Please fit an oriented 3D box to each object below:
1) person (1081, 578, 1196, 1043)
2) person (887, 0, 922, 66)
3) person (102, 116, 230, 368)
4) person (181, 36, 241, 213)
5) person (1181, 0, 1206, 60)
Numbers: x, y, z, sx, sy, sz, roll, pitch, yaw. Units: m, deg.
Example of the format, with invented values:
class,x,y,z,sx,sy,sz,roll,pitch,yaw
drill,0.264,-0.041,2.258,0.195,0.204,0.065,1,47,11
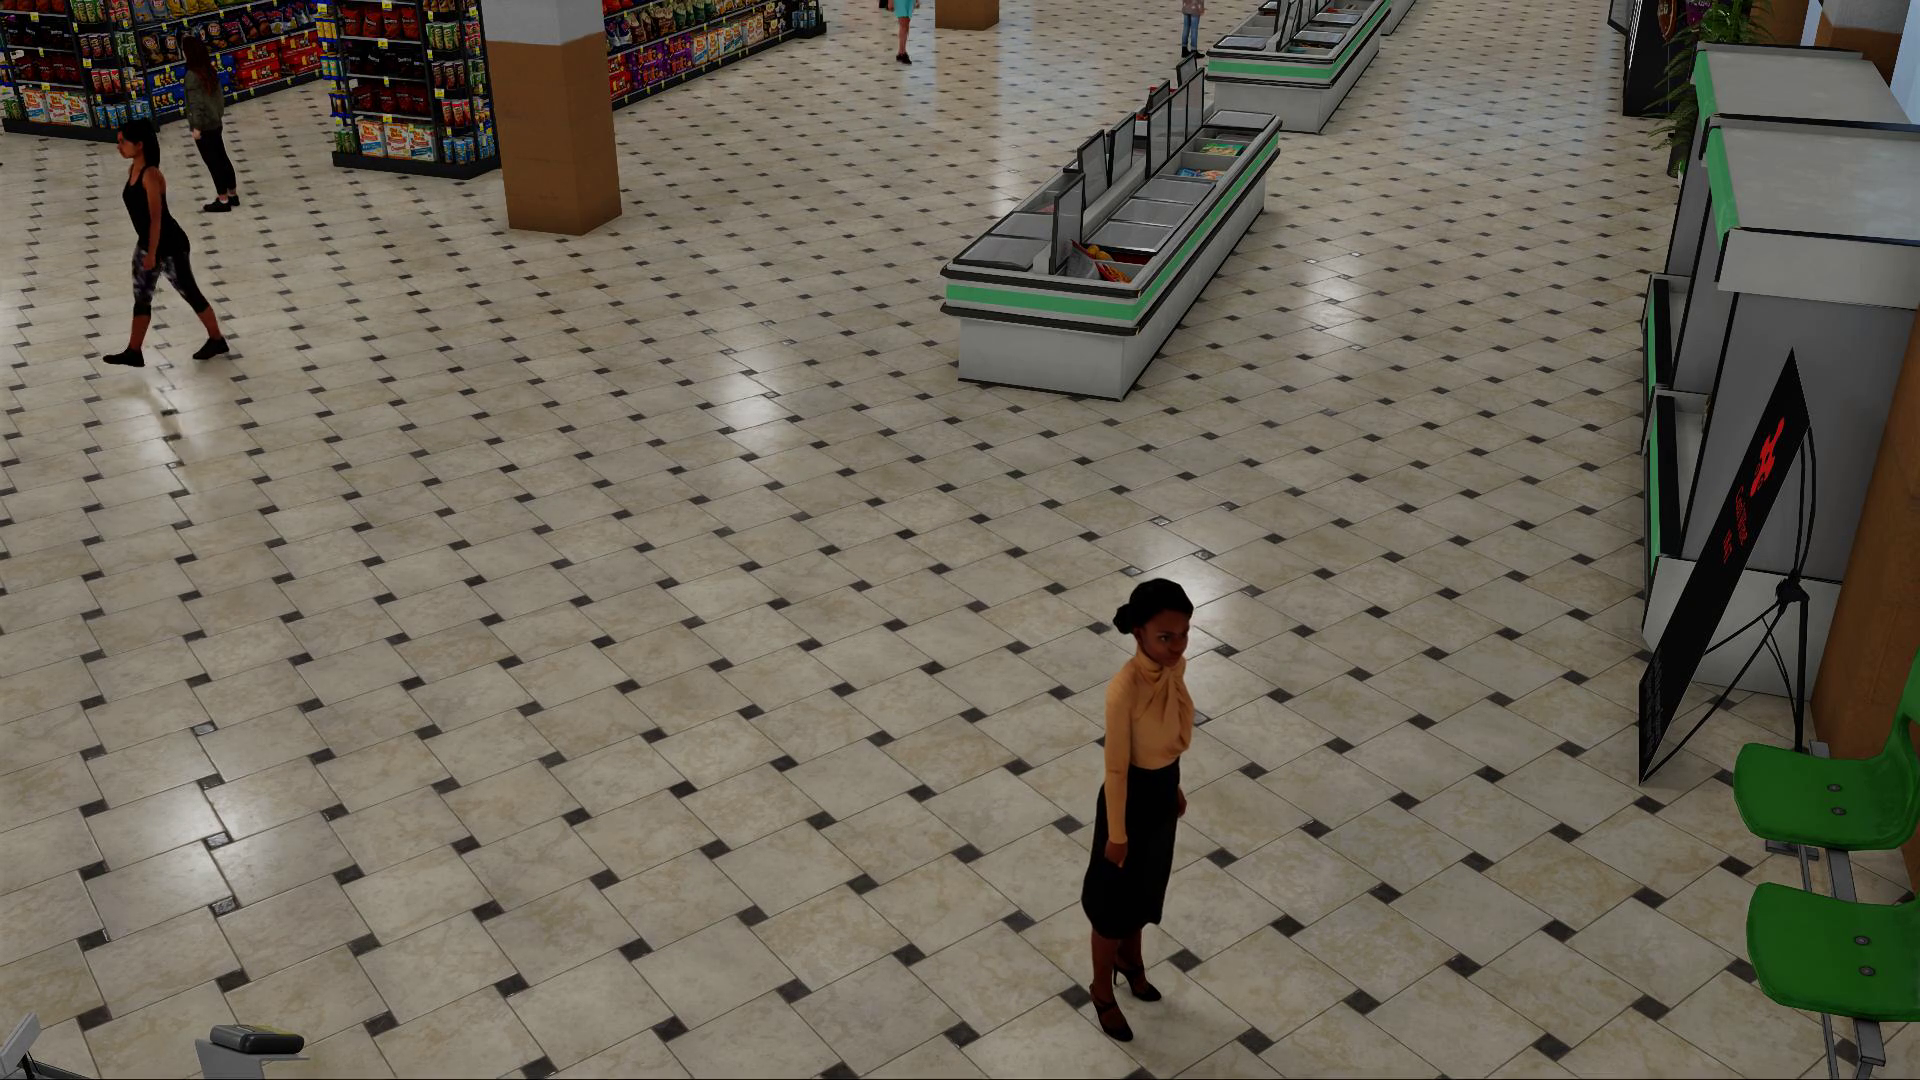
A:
class,x,y,z,sx,sy,sz,roll,pitch,yaw
person,0.580,0.871,5.360,0.682,1.653,0.563,18,32,32
person,-0.728,-6.581,20.167,0.715,1.552,0.769,-17,31,-30
person,-5.151,-1.934,10.918,0.822,1.629,1.085,21,34,35
person,-6.494,-3.591,14.356,0.703,1.475,0.543,1,27,2
person,2.868,-6.565,20.531,0.584,1.194,0.554,-21,34,-35
